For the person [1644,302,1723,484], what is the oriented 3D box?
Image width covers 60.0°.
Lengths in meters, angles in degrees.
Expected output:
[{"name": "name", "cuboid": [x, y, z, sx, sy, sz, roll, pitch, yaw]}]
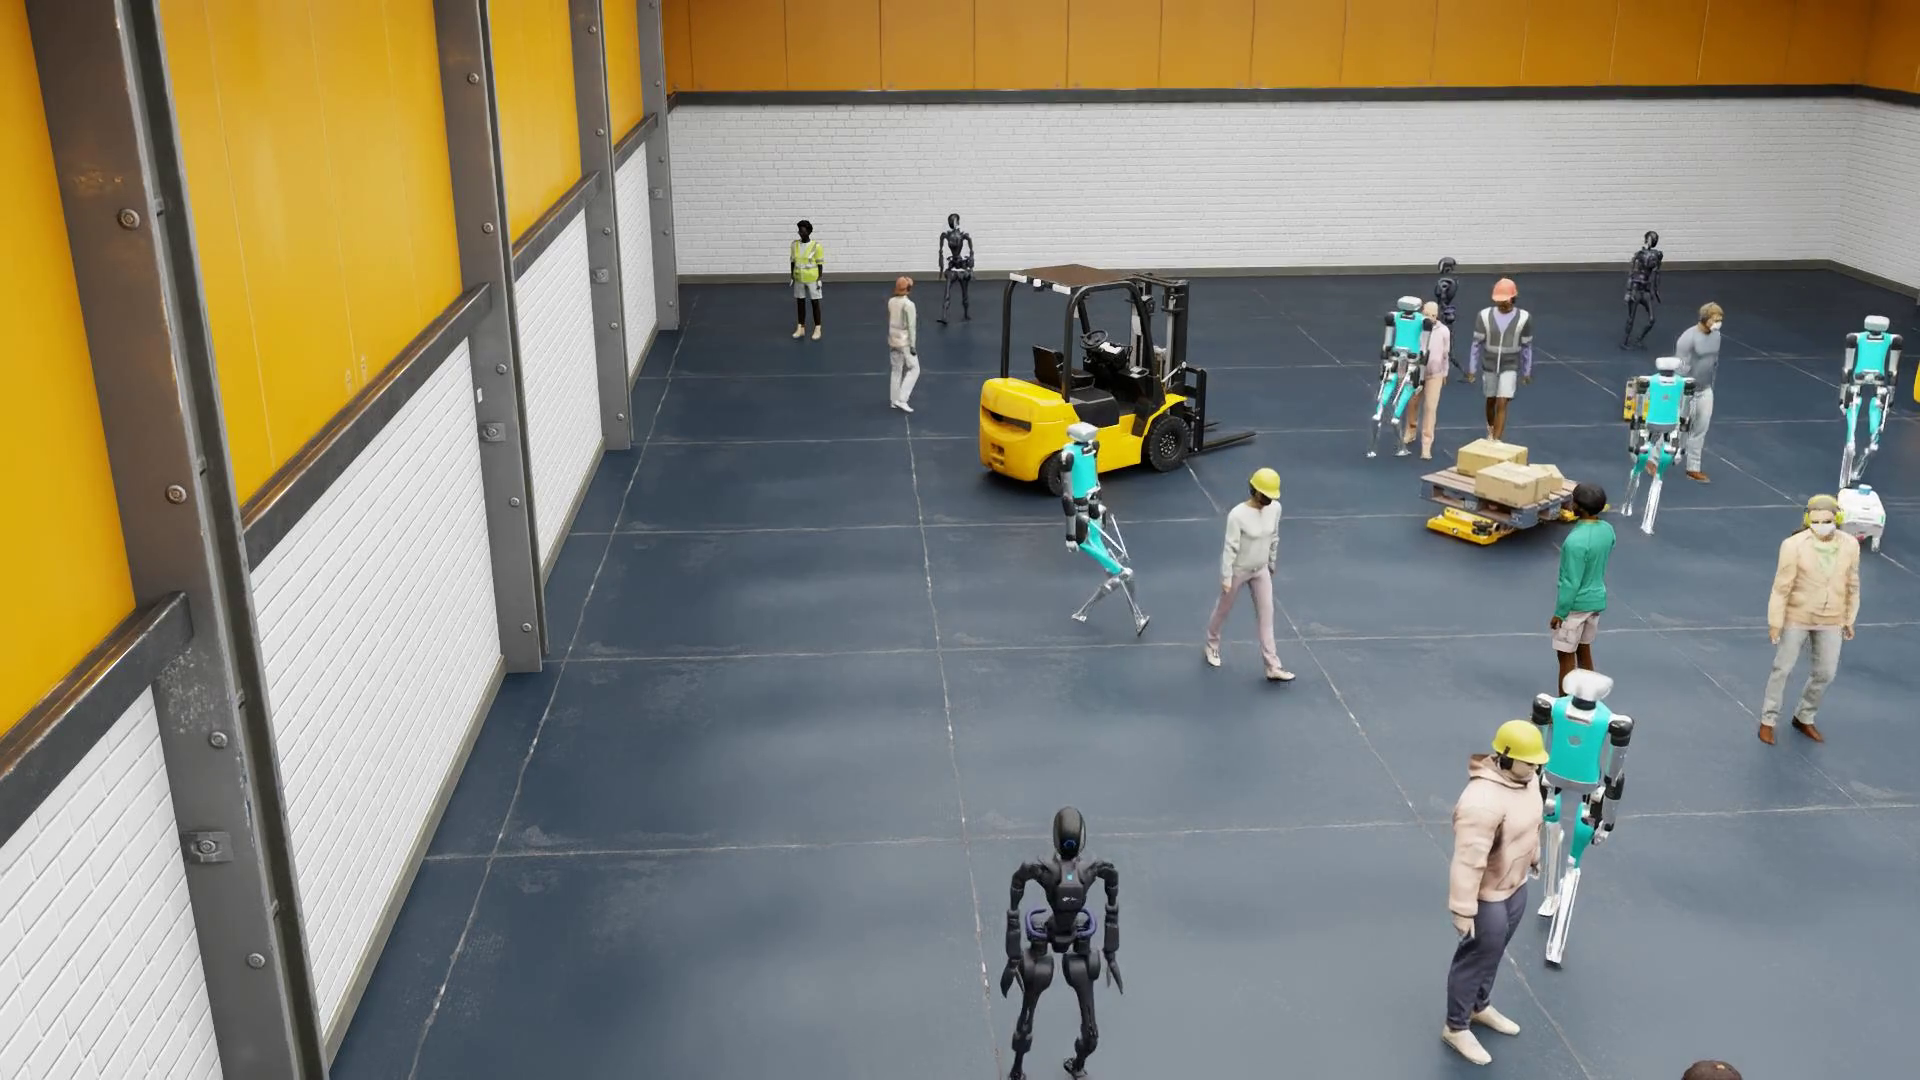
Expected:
[{"name": "person", "cuboid": [7.718, -1.553, 17.487, 0.654, 1.923, 0.575, -11, 23, -29]}]

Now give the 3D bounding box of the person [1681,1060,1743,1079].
[{"name": "person", "cuboid": [2.617, 2.688, 6.126, 0.357, 1.767, 0.475, -12, 23, -29]}]

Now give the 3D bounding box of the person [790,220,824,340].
[{"name": "person", "cuboid": [-2.180, -3.698, 23.630, 0.536, 1.696, 0.318, 8, 22, 20]}]

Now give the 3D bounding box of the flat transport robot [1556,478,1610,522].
[{"name": "flat transport robot", "cuboid": [5.837, -0.509, 17.014, 0.659, 0.231, 1.431, -13, 24, -31]}]

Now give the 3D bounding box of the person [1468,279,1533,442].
[{"name": "person", "cuboid": [5.954, -1.912, 18.356, 0.626, 1.977, 1.034, 11, 23, 26]}]

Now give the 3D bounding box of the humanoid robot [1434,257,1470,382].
[{"name": "humanoid robot", "cuboid": [6.242, -2.801, 21.283, 0.749, 1.637, 0.596, 7, 21, 18]}]

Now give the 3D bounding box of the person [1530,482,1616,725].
[{"name": "person", "cuboid": [4.482, 0.475, 12.040, 0.491, 1.850, 0.397, -16, 26, -38]}]

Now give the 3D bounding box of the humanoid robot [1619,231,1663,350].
[{"name": "humanoid robot", "cuboid": [9.402, -3.441, 22.947, 0.591, 1.648, 0.377, -8, 22, -20]}]

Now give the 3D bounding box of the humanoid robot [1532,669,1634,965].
[{"name": "humanoid robot", "cuboid": [3.511, 1.486, 9.471, 0.550, 1.775, 0.881, 13, 24, 31]}]

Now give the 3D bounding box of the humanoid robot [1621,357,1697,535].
[{"name": "humanoid robot", "cuboid": [6.730, -0.945, 16.165, 0.531, 1.834, 0.808, 5, 21, 12]}]

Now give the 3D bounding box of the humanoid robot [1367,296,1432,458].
[{"name": "humanoid robot", "cuboid": [4.779, -1.725, 18.211, 0.531, 1.793, 0.794, 12, 23, 29]}]

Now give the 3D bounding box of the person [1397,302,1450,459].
[{"name": "person", "cuboid": [5.143, -1.827, 18.509, 0.547, 1.726, 0.807, 6, 21, 15]}]

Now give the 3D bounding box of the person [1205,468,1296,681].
[{"name": "person", "cuboid": [2.255, 0.252, 12.846, 0.606, 1.702, 0.911, -11, 23, -27]}]

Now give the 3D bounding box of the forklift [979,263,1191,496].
[{"name": "forklift", "cuboid": [1.315, -1.764, 17.646, 2.313, 2.155, 1.214, -14, 24, -33]}]

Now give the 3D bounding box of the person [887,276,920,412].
[{"name": "person", "cuboid": [-0.717, -2.357, 20.074, 0.365, 1.624, 0.542, -15, 25, -35]}]

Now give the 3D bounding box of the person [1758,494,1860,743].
[{"name": "person", "cuboid": [6.037, 0.551, 11.818, 0.603, 1.863, 0.383, 2, 20, 6]}]

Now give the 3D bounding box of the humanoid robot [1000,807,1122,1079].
[{"name": "humanoid robot", "cuboid": [0.492, 2.015, 8.100, 0.606, 1.636, 0.346, -2, 20, -6]}]

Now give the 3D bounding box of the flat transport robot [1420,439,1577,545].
[{"name": "flat transport robot", "cuboid": [5.301, -0.267, 16.354, 1.431, 0.231, 0.659, -15, 25, -36]}]

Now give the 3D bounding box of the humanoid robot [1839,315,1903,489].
[{"name": "humanoid robot", "cuboid": [9.423, -1.345, 17.299, 0.550, 1.877, 0.819, 8, 22, 21]}]

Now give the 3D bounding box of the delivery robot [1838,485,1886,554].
[{"name": "delivery robot", "cuboid": [8.566, -0.238, 15.831, 0.499, 0.575, 0.759, 8, 21, 20]}]

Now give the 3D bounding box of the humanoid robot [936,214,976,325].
[{"name": "humanoid robot", "cuboid": [-0.053, -3.976, 24.467, 0.612, 1.629, 0.757, 9, 22, 23]}]

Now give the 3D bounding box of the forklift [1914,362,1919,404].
[{"name": "forklift", "cuboid": [12.602, -2.435, 19.475, 2.313, 2.155, 1.214, -1, 20, -4]}]

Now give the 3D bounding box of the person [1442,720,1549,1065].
[{"name": "person", "cuboid": [2.730, 1.754, 8.545, 0.425, 1.858, 0.816, 18, 27, 40]}]

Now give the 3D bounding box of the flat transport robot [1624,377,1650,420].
[{"name": "flat transport robot", "cuboid": [8.449, -1.694, 20.243, 0.659, 0.231, 1.431, 8, 22, 20]}]

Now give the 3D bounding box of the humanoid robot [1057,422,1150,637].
[{"name": "humanoid robot", "cuboid": [1.275, -0.052, 13.668, 0.959, 1.770, 0.543, 13, 24, 31]}]
